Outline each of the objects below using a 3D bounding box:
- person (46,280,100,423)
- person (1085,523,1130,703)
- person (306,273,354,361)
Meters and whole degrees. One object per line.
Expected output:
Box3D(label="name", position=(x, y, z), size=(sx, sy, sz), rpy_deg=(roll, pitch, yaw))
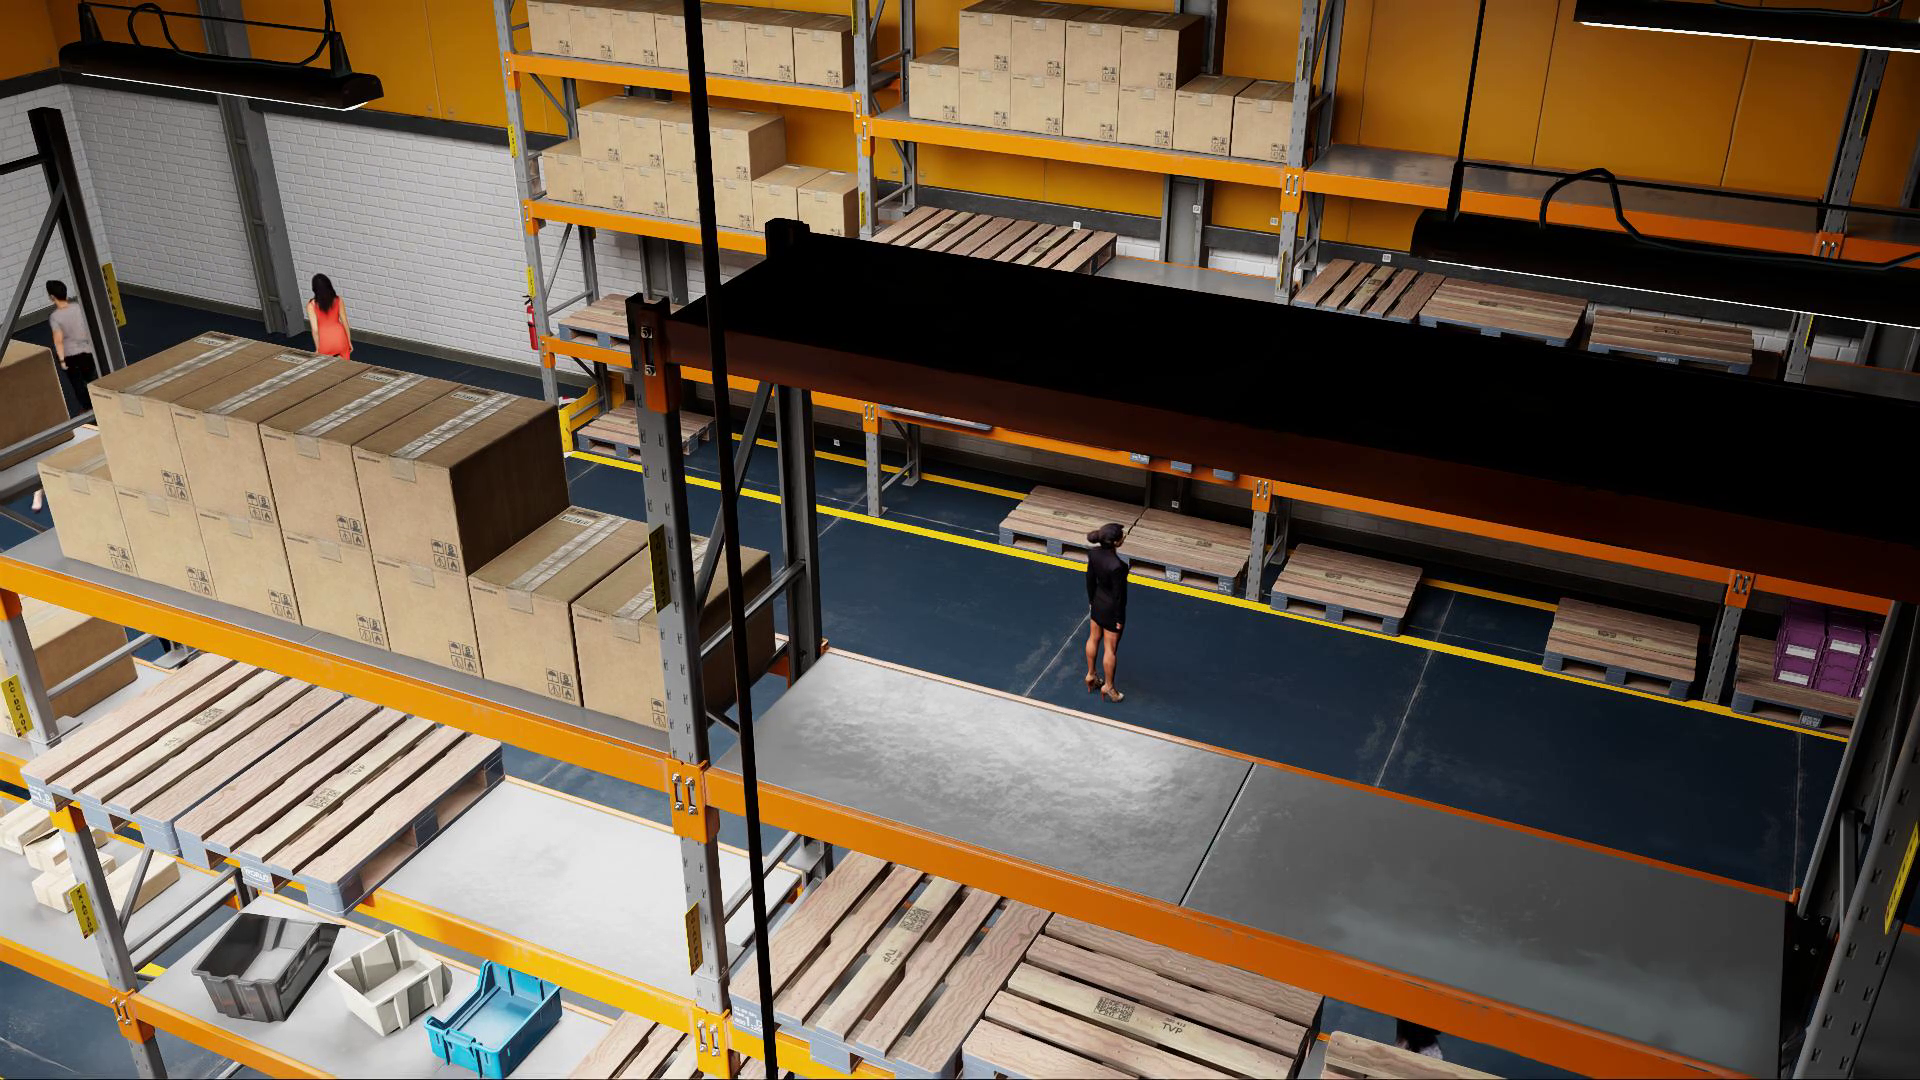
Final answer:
Box3D(label="person", position=(-9.860, -2.092, 18.666), size=(0.794, 1.708, 0.629), rpy_deg=(15, 32, 25))
Box3D(label="person", position=(1.226, 0.589, 13.821), size=(0.757, 1.640, 0.686), rpy_deg=(-17, 33, -28))
Box3D(label="person", position=(-7.123, -2.219, 18.891), size=(0.672, 1.714, 0.683), rpy_deg=(-20, 34, -32))
